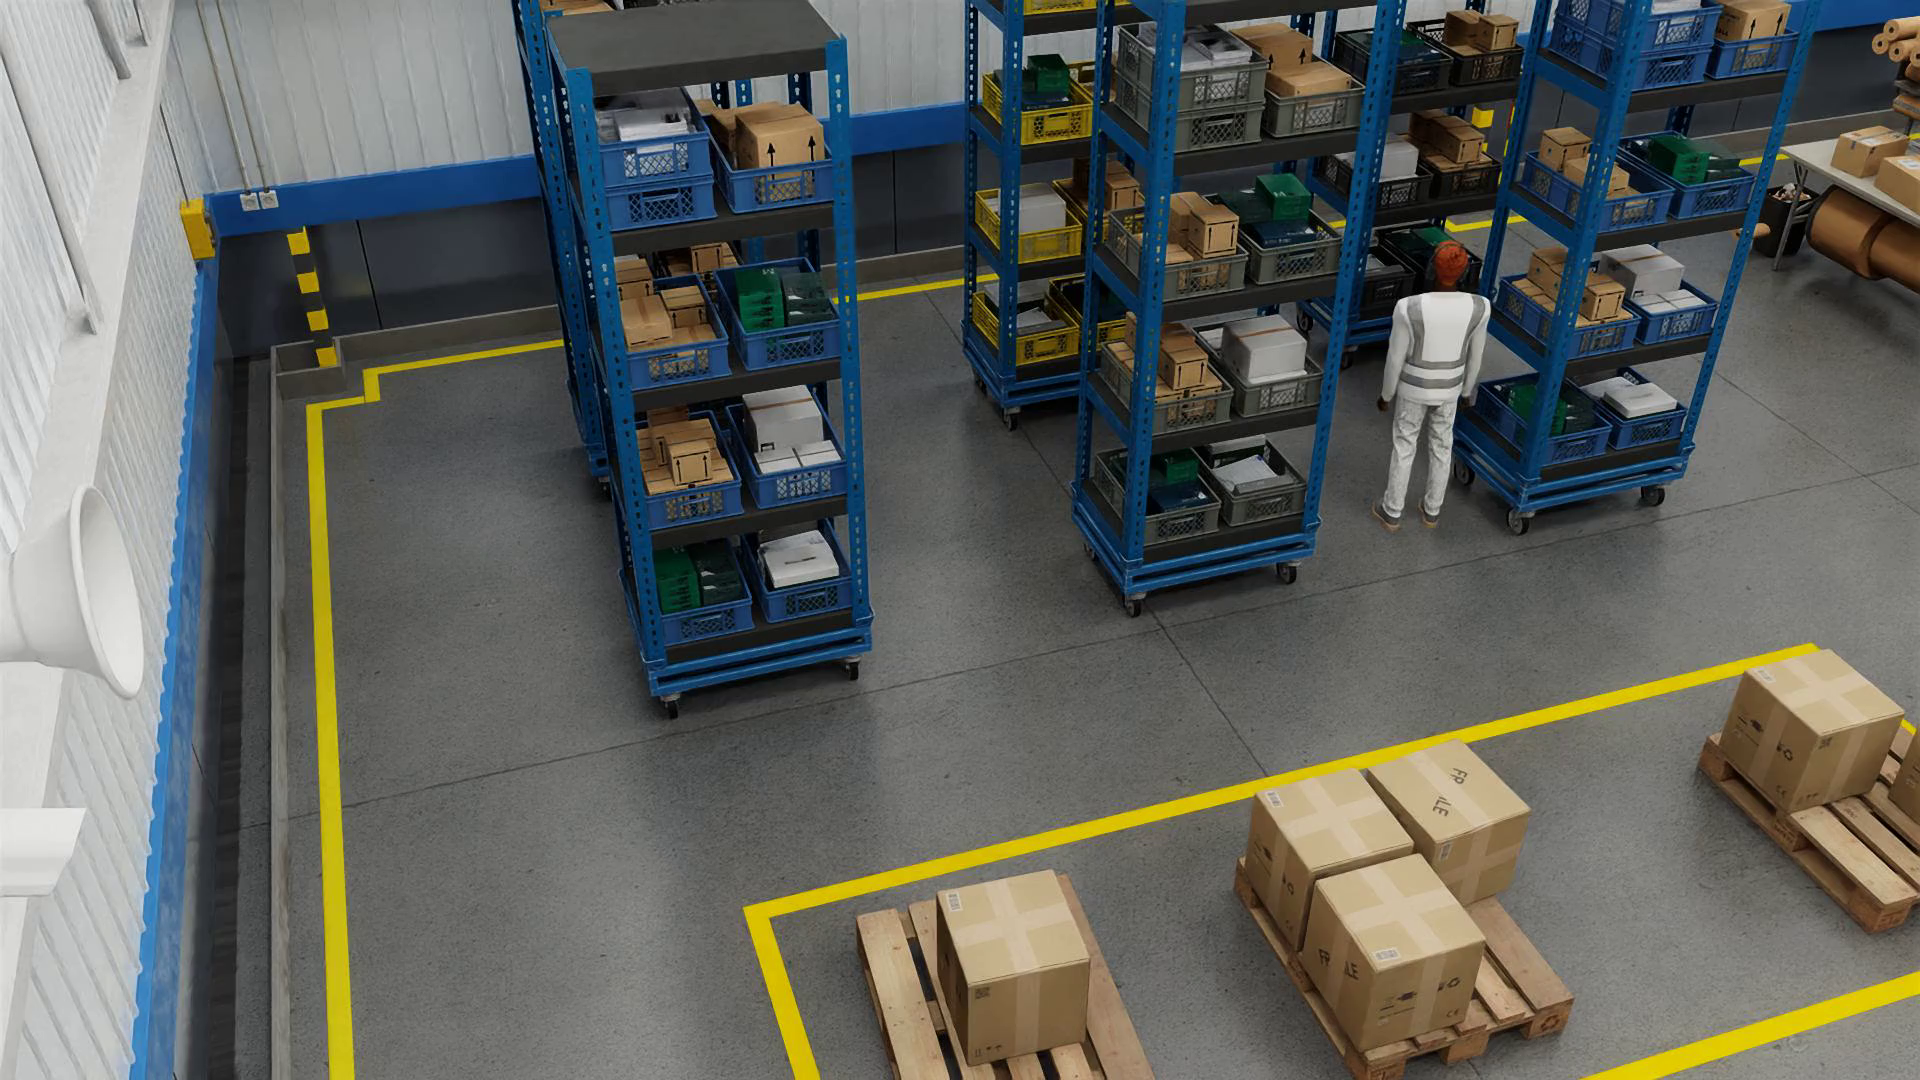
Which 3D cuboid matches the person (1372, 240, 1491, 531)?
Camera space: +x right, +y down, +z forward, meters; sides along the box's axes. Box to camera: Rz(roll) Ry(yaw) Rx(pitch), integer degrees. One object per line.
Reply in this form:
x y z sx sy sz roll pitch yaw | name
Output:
2.788 -0.896 9.926 0.574 1.882 0.362 -1 35 -1 | person
